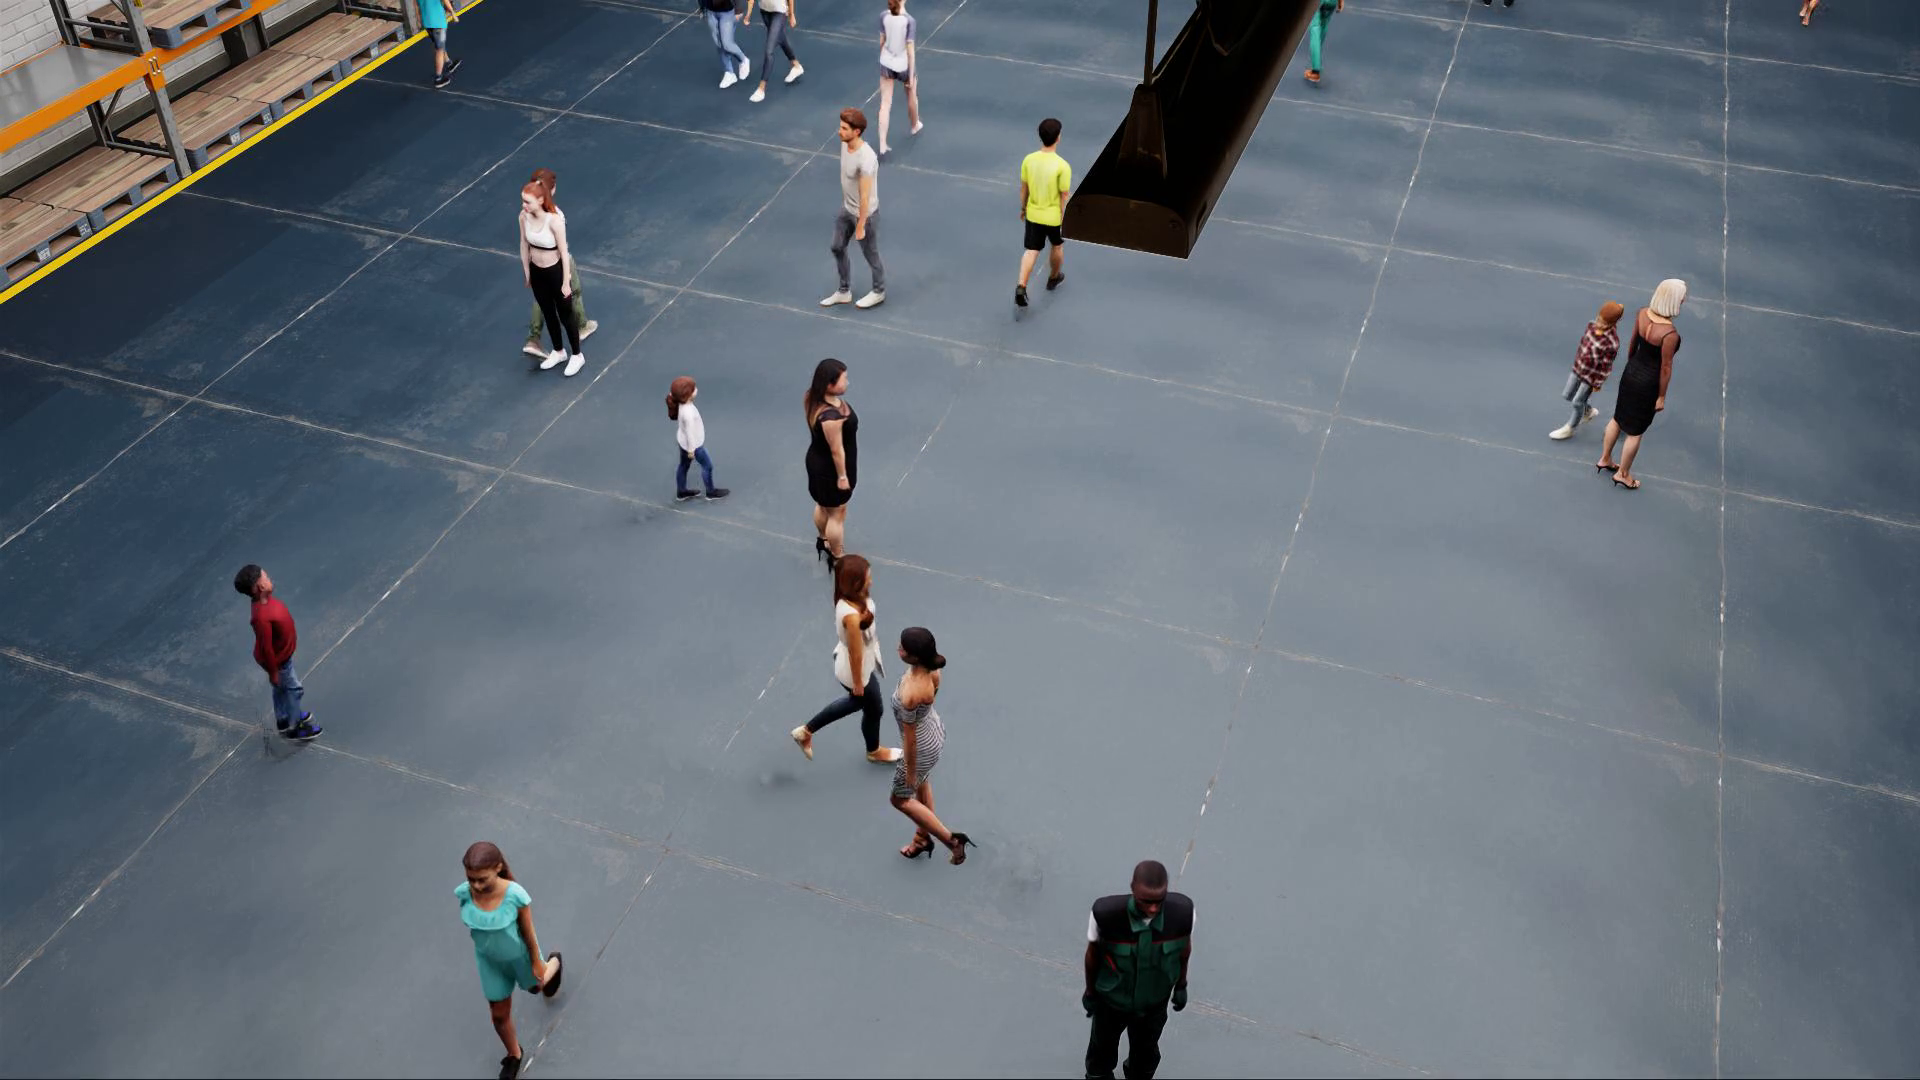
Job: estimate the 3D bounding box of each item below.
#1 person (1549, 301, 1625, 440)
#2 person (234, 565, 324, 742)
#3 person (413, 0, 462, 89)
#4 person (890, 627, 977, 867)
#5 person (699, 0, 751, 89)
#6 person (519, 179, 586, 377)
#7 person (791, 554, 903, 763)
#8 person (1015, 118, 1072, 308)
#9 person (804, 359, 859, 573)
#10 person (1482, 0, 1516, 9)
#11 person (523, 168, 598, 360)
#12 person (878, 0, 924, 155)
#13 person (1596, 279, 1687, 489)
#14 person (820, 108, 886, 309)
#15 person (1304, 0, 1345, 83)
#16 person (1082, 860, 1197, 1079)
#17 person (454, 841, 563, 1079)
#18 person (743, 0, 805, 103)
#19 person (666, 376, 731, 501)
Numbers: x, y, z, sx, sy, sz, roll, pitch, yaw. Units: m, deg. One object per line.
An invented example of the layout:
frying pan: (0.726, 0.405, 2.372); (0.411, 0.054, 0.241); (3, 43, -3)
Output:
person: (4.969, -1.328, 12.968); (0.776, 1.287, 0.718); (-8, 39, -10)
person: (-4.326, 0.733, 10.433); (0.701, 1.230, 0.641); (-7, 39, -9)
person: (-5.836, -5.699, 18.332); (0.530, 1.423, 0.840); (14, 41, 17)
person: (-0.142, 1.203, 9.382); (0.682, 1.808, 0.653); (11, 40, 13)
person: (-2.592, -5.821, 18.326); (0.737, 1.622, 0.753); (17, 42, 20)
person: (-3.352, -2.158, 13.642); (0.604, 1.743, 0.527); (17, 42, 20)
person: (-0.703, 0.762, 9.973); (0.915, 1.760, 0.984); (-6, 39, -7)
person: (0.723, -2.826, 14.528); (0.678, 1.682, 1.051); (16, 41, 19)
person: (-0.910, -0.509, 11.600); (0.815, 1.715, 0.747); (-15, 41, -18)
person: (6.655, -7.359, 20.109); (0.631, 1.800, 0.564); (9, 40, 11)
person: (-3.451, -2.263, 13.868); (0.684, 1.625, 1.116); (18, 42, 21)
person: (-0.681, -4.763, 16.921); (0.631, 1.721, 1.135); (11, 40, 13)
person: (5.088, -1.170, 12.401); (0.733, 1.748, 0.637); (-10, 40, -12)
person: (-0.790, -2.871, 14.425); (1.003, 1.879, 0.936); (-21, 43, -24)
person: (4.031, -5.940, 18.401); (0.911, 1.714, 1.269); (0, 39, 0)
person: (0.848, 2.183, 8.128); (0.779, 1.840, 0.771); (-4, 39, -5)
person: (-2.285, 2.058, 8.531); (0.697, 1.533, 1.057); (4, 39, 6)
person: (-1.961, -5.726, 18.102); (0.848, 1.753, 1.264); (24, 45, 27)
person: (-2.064, -0.737, 12.383); (0.688, 1.094, 0.631); (-17, 41, -20)
